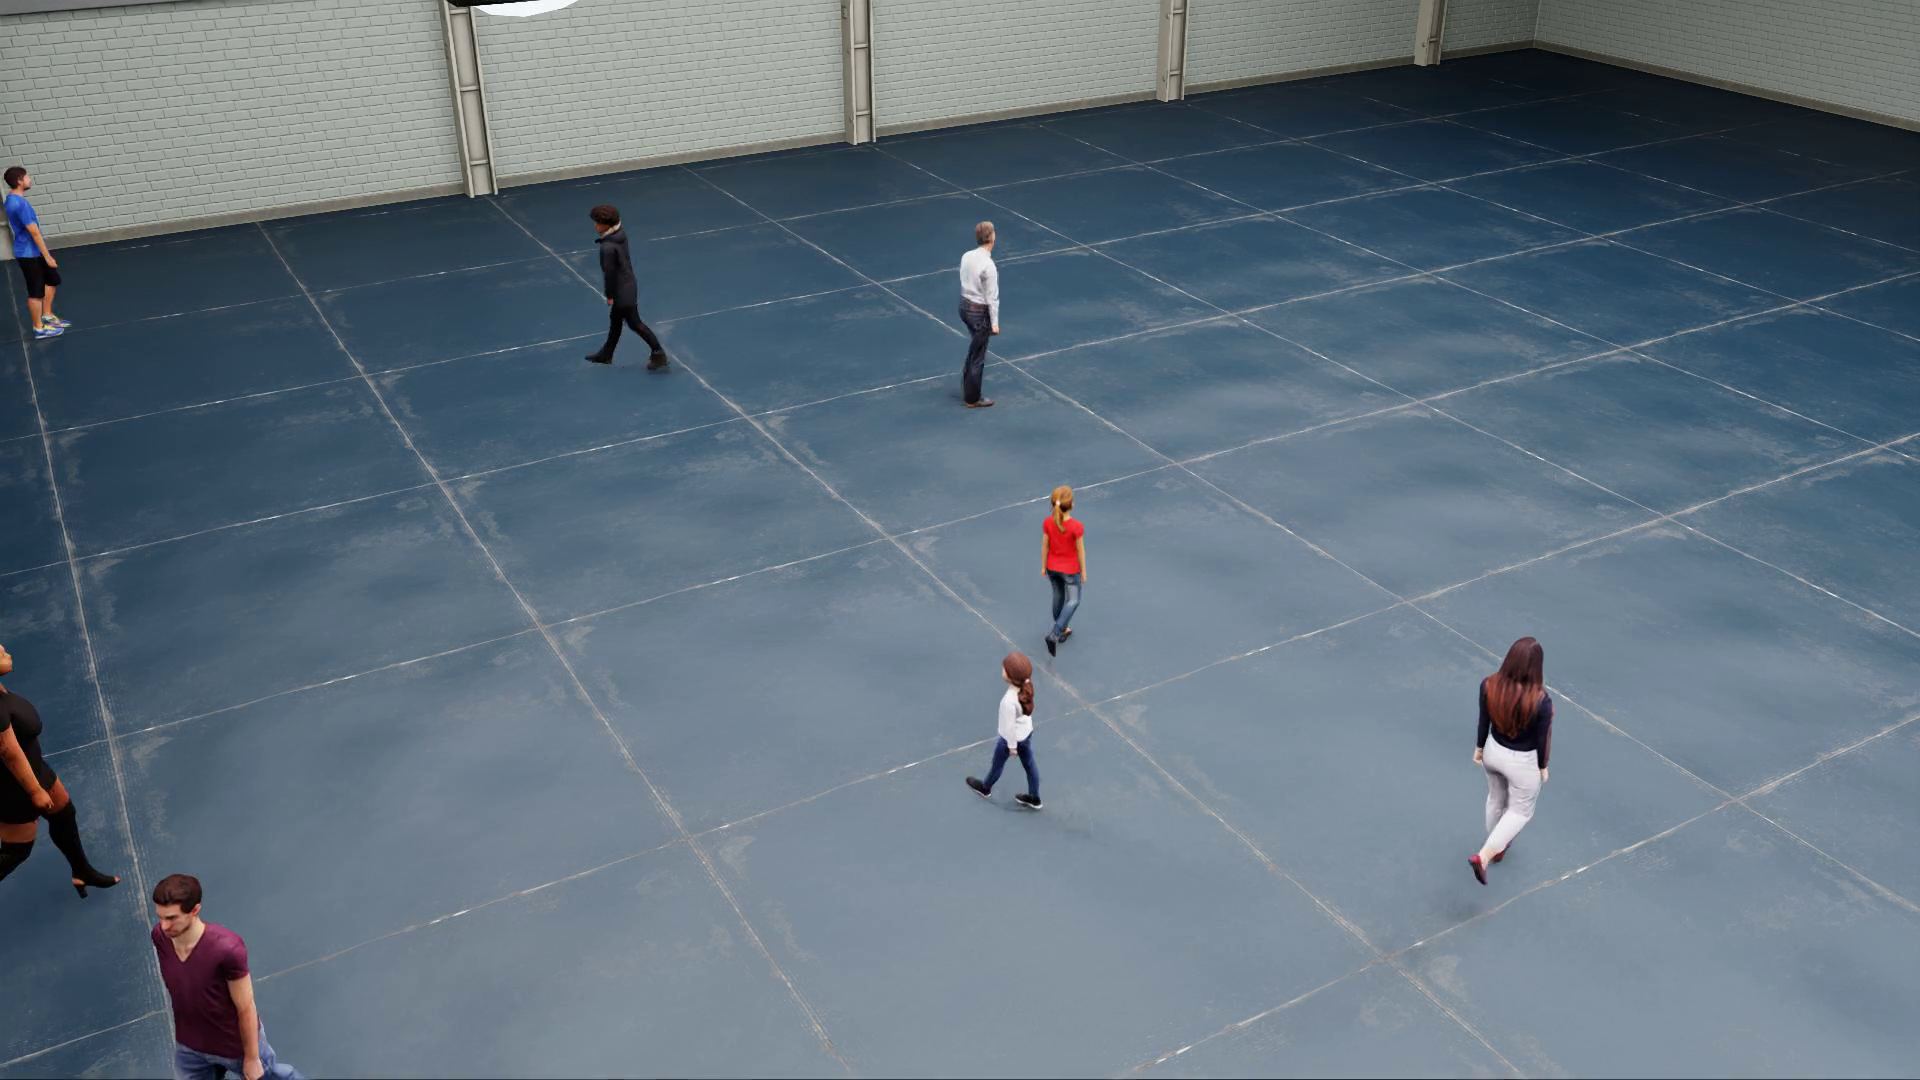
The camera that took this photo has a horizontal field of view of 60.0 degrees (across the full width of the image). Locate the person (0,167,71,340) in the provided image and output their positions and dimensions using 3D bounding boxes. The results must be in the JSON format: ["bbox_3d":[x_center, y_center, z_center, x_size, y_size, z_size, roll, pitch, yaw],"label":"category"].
[{"bbox_3d":[-10.085,-3.055,17.869,0.652,1.851,0.632,-17,32,-29],"label":"person"}]

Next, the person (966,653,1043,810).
[{"bbox_3d":[0.401,1.213,10.417,0.707,1.087,0.734,16,31,28],"label":"person"}]

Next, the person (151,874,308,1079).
[{"bbox_3d":[-3.339,2.233,7.657,1.195,1.799,1.261,7,28,13],"label":"person"}]

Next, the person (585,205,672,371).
[{"bbox_3d":[-3.361,-2.550,17.012,1.250,1.738,1.061,3,27,6],"label":"person"}]

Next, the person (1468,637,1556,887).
[{"bbox_3d":[3.198,1.308,9.680,0.747,1.591,0.967,24,36,39],"label":"person"}]

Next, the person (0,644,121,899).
[{"bbox_3d":[-5.338,1.406,9.242,1.126,1.818,0.642,-16,31,-28],"label":"person"}]

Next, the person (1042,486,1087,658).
[{"bbox_3d":[0.733,0.238,12.078,0.705,1.300,0.839,14,30,25],"label":"person"}]

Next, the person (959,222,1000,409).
[{"bbox_3d":[0.117,-2.213,16.298,0.706,1.793,0.723,-13,30,-23],"label":"person"}]
